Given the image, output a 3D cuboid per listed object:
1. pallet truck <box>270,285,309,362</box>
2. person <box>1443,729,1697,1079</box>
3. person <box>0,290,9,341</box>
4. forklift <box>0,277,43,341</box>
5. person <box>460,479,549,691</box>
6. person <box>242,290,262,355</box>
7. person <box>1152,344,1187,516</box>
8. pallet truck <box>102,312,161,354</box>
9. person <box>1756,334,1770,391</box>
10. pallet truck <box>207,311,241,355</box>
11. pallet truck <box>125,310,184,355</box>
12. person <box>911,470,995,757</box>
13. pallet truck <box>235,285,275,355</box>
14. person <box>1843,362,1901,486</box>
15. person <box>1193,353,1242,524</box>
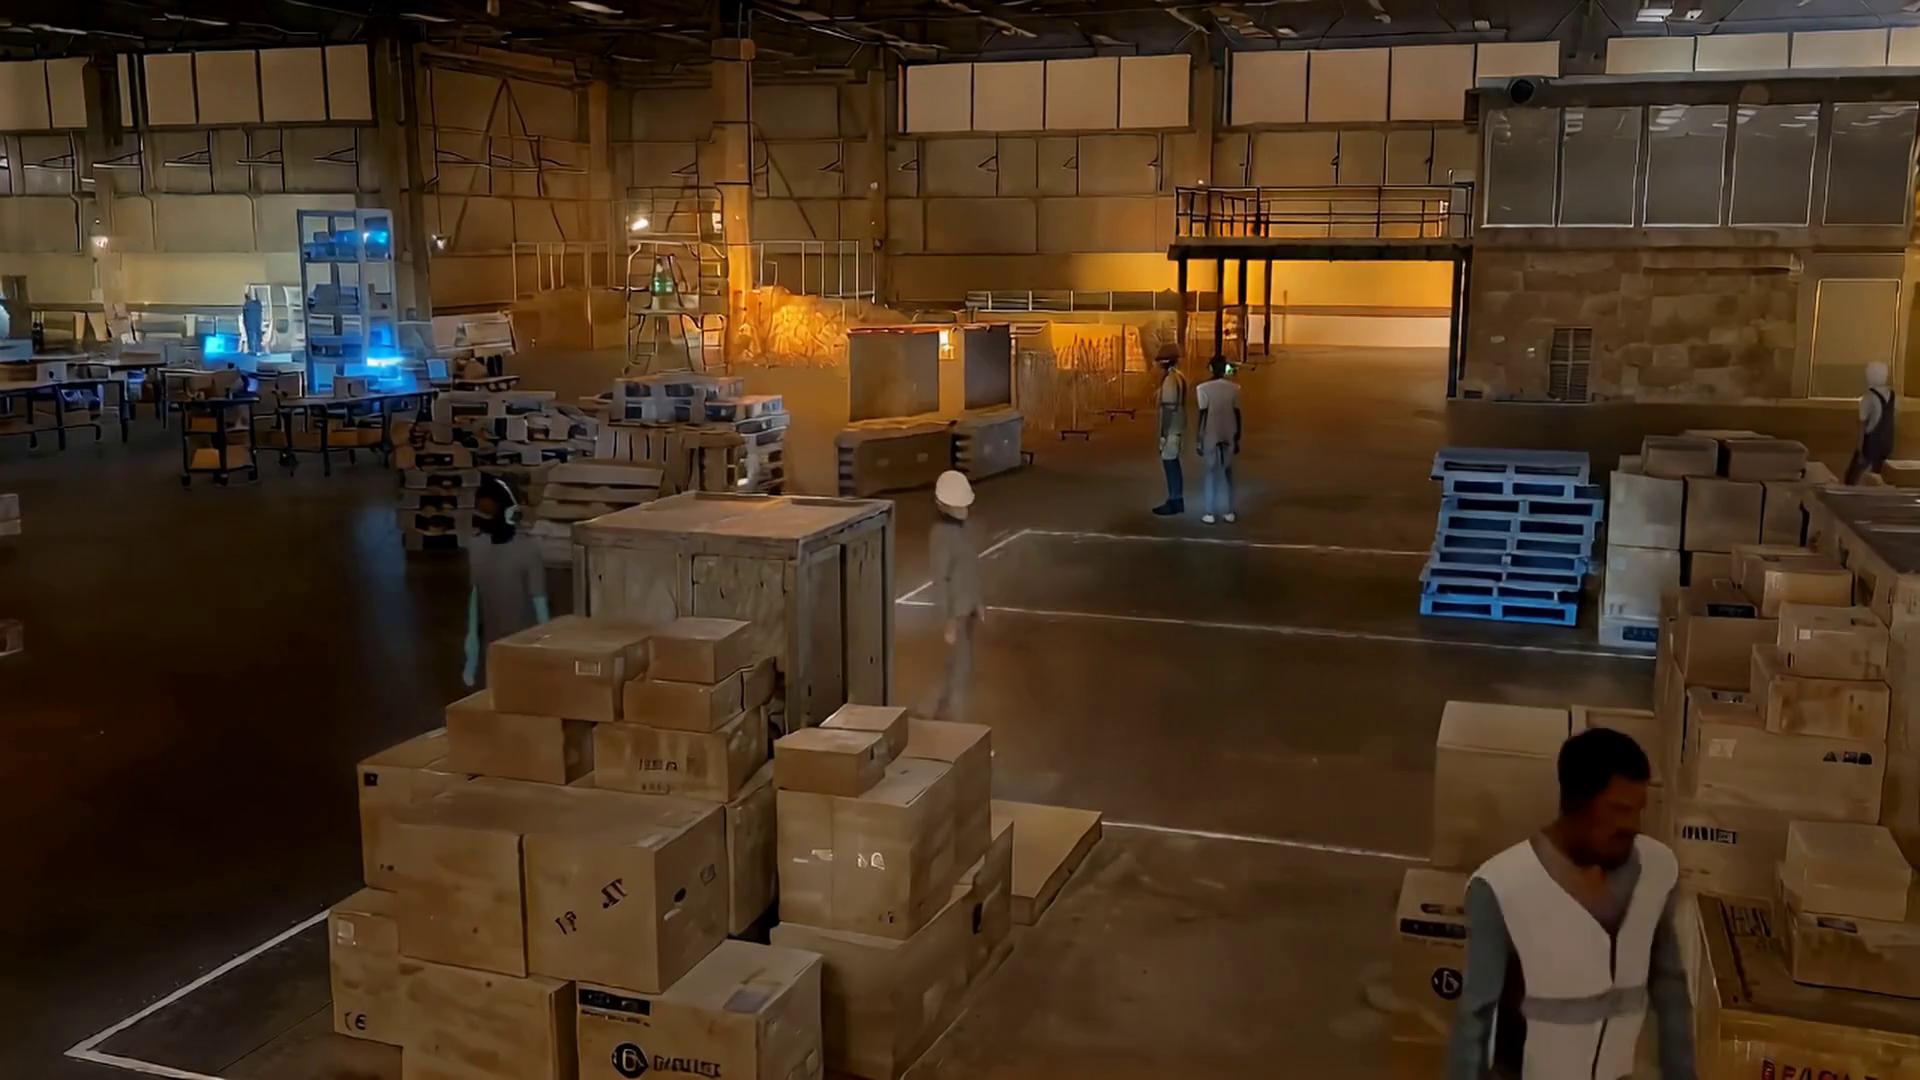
[{"bbox_3d":[-17.147,-5.700,43.663,0.823,1.965,1.885,3,11,17],"label":"pallet truck"},{"bbox_3d":[1.535,1.367,4.260,0.586,1.873,0.986,-4,11,-24],"label":"person"},{"bbox_3d":[-21.897,-4.680,37.872,0.747,2.017,0.617,-4,11,-24],"label":"person"},{"bbox_3d":[-27.151,-6.329,46.328,1.157,1.987,2.680,3,11,17],"label":"forklift"},{"bbox_3d":[-2.344,0.572,8.769,0.524,1.851,0.668,6,12,32],"label":"person"},{"bbox_3d":[-17.924,-5.366,42.040,0.409,1.909,0.641,1,10,6],"label":"person"},{"bbox_3d":[2.355,-1.239,18.754,0.385,1.930,0.539,4,11,19],"label":"person"},{"bbox_3d":[-23.057,-5.777,46.261,0.680,1.201,1.601,3,11,19],"label":"pallet truck"},{"bbox_3d":[15.509,-3.478,32.145,0.272,1.632,0.507,-3,10,-14],"label":"person"},{"bbox_3d":[-19.537,-5.575,44.913,0.653,1.274,1.630,3,11,19],"label":"pallet truck"},{"bbox_3d":[-22.038,-5.665,45.457,0.704,1.261,1.522,3,11,17],"label":"pallet truck"},{"bbox_3d":[-0.040,0.431,9.873,0.532,1.734,0.584,3,11,19],"label":"person"},{"bbox_3d":[-18.327,-5.835,44.421,0.823,1.965,1.885,4,11,23],"label":"pallet truck"},{"bbox_3d":[9.487,-0.940,17.324,0.530,1.825,0.559,-2,10,-12],"label":"person"},{"bbox_3d":[2.817,-1.107,18.172,0.535,1.864,0.309,-1,10,-4],"label":"person"}]
